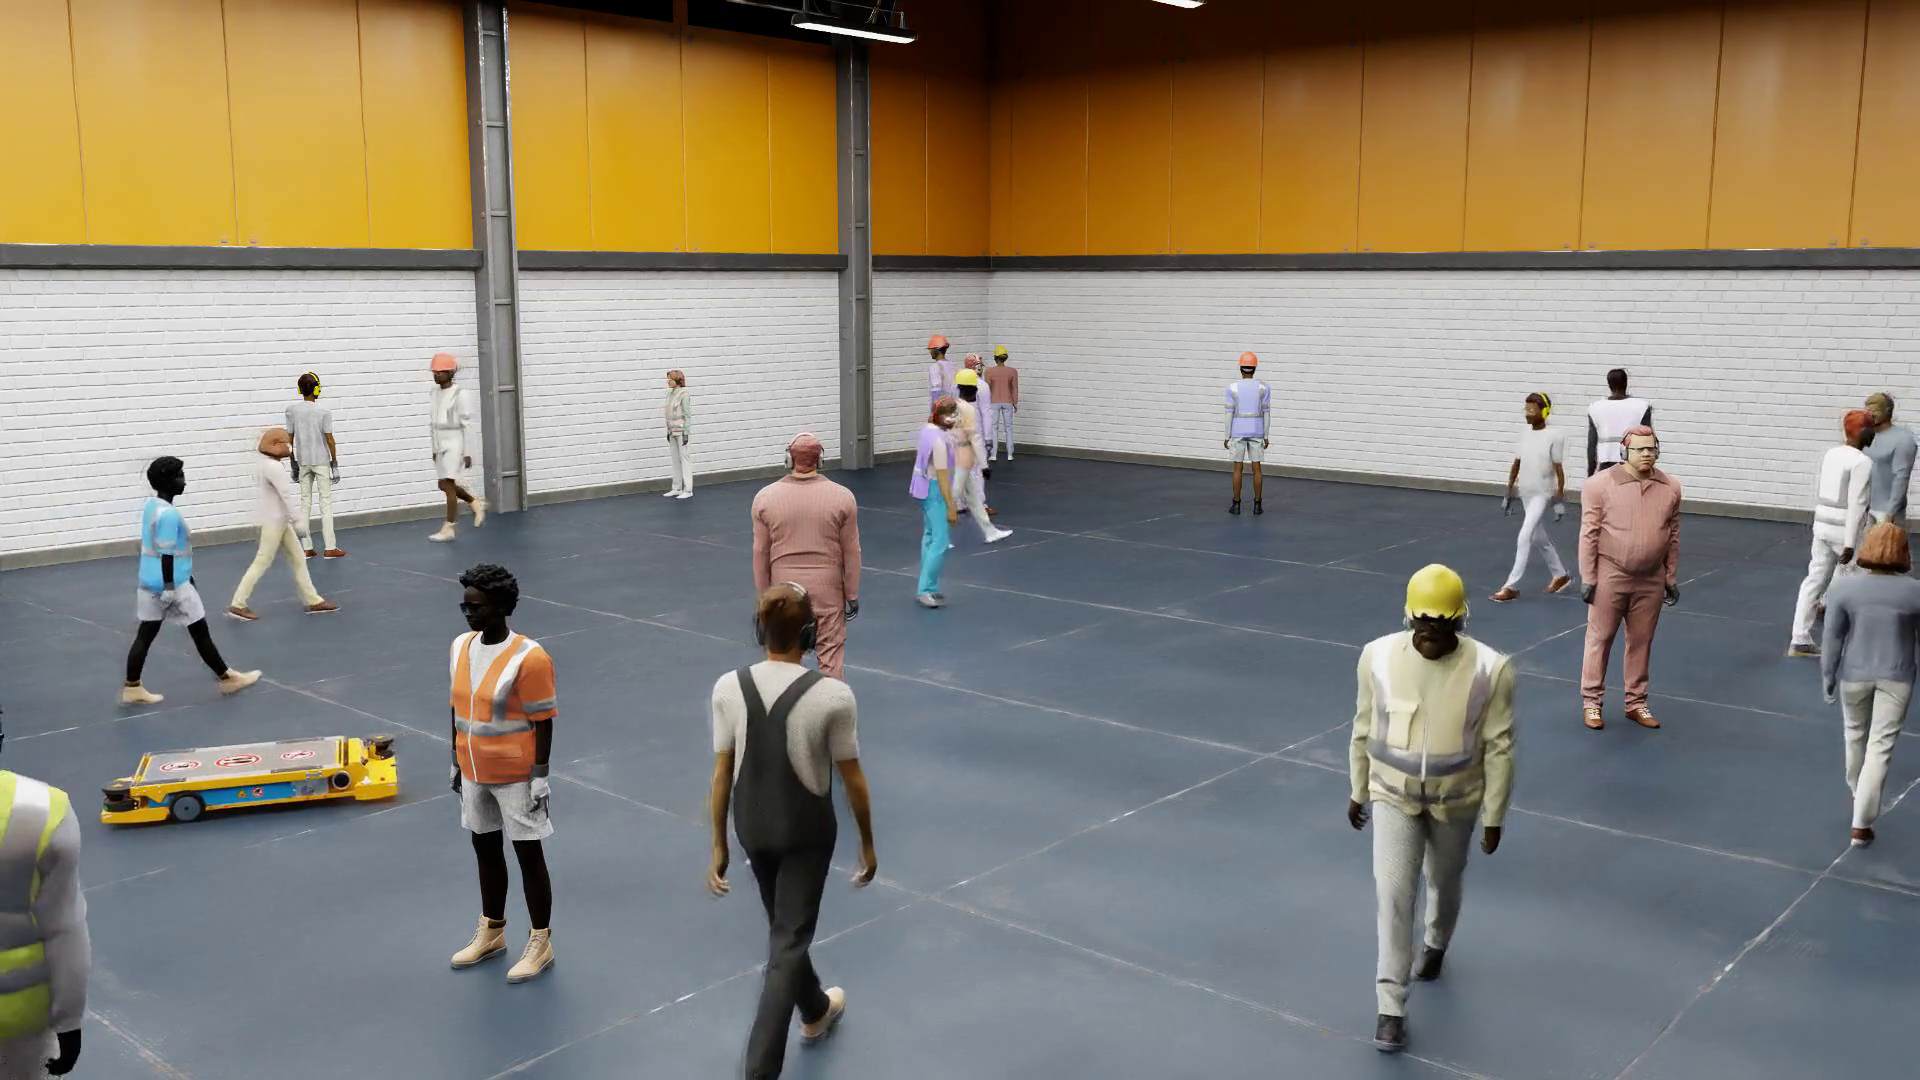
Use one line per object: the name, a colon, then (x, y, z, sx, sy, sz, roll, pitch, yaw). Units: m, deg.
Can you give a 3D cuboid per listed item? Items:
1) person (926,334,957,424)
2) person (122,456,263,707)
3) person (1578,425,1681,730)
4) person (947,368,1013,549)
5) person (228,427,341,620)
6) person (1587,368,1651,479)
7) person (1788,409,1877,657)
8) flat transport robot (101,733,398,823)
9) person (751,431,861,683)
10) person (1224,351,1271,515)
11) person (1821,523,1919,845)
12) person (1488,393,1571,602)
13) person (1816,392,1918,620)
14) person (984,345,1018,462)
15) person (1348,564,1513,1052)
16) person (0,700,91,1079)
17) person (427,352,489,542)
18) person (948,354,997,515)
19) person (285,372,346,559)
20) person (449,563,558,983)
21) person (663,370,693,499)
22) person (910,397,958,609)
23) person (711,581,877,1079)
person: (-0.282, -1.756, 22.485, 0.396, 2.038, 0.615, 4, 10, 25)
person: (-5.156, 0.266, 11.002, 0.867, 1.648, 0.536, -7, 12, -39)
person: (4.190, 0.236, 10.394, 0.636, 1.911, 0.405, 0, 9, -3)
person: (0.073, -0.836, 17.237, 1.017, 1.867, 0.603, -3, 10, -18)
person: (-5.650, -0.136, 13.732, 0.873, 1.591, 0.494, -4, 10, -23)
person: (6.588, -0.752, 16.656, 0.641, 1.896, 0.381, 5, 11, 30)
person: (6.586, -0.034, 12.266, 0.886, 1.846, 0.589, -1, 9, -7)
flat transport robot: (-3.807, 1.274, 8.991, 1.431, 0.197, 0.652, -3, 9, -20)
person: (-0.908, 0.304, 9.953, 0.644, 1.913, 0.408, 0, 9, 0)
person: (3.395, -1.262, 19.703, 0.543, 1.939, 0.361, 0, 9, 3)
person: (4.676, 0.702, 8.468, 0.498, 1.588, 0.863, 7, 11, 38)
person: (5.060, -0.390, 14.607, 0.979, 1.826, 0.538, -4, 10, -25)
person: (7.436, -0.251, 13.530, 1.018, 1.889, 0.648, -3, 10, -18)
person: (0.619, -2.074, 25.337, 0.533, 1.768, 0.313, -1, 9, -8)
person: (1.794, 0.946, 6.365, 0.597, 1.779, 0.950, 3, 10, 18)
person: (-2.591, 1.251, 4.306, 0.632, 1.820, 0.769, -3, 10, -20)
person: (-5.405, -1.011, 17.866, 0.619, 2.022, 0.775, 7, 11, 36)
person: (0.169, -1.243, 19.678, 0.403, 1.911, 0.637, -8, 12, -42)
person: (-6.450, -0.739, 16.631, 0.507, 1.872, 0.328, 1, 9, 4)
person: (-1.856, 0.929, 6.702, 0.542, 1.695, 0.316, 5, 10, 29)
person: (-3.574, -1.341, 21.128, 0.315, 1.641, 0.514, -7, 11, -37)
person: (-0.225, -0.327, 14.254, 0.386, 1.809, 0.689, -2, 9, -10)
person: (-0.576, 1.032, 5.770, 0.533, 1.793, 0.986, 3, 9, 18)
